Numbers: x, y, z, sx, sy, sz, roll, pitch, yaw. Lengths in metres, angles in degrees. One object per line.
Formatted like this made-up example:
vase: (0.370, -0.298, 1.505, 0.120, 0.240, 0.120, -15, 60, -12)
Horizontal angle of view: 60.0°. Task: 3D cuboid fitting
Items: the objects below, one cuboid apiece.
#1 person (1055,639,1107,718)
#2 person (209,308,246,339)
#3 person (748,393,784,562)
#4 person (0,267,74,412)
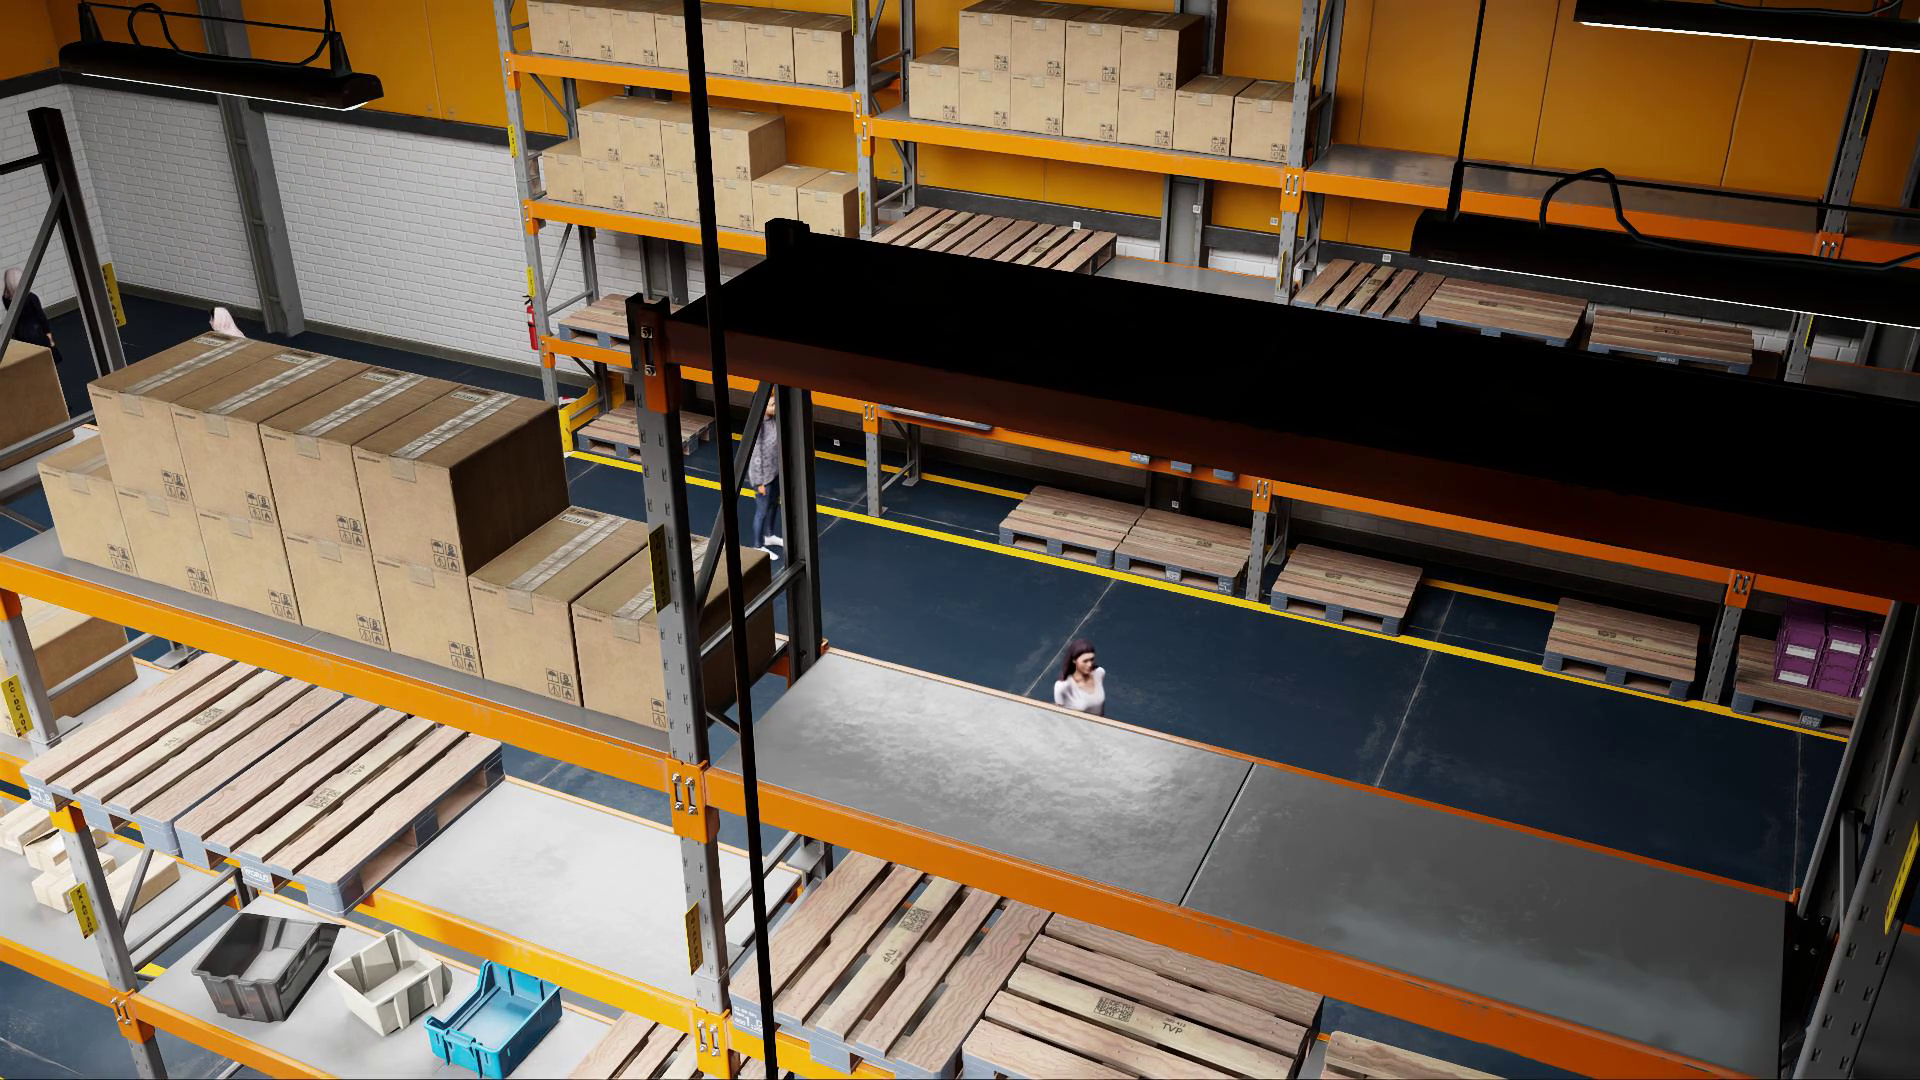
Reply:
person: (0.860, 1.453, 12.190, 0.683, 1.684, 0.682, -20, 34, -32)
person: (-7.825, -1.788, 18.195, 0.866, 1.625, 0.807, -13, 31, -22)
person: (-1.877, -0.643, 15.988, 0.553, 1.727, 0.620, 9, 30, 17)
person: (-10.543, -2.265, 18.940, 0.623, 1.747, 0.738, 1, 29, 2)
